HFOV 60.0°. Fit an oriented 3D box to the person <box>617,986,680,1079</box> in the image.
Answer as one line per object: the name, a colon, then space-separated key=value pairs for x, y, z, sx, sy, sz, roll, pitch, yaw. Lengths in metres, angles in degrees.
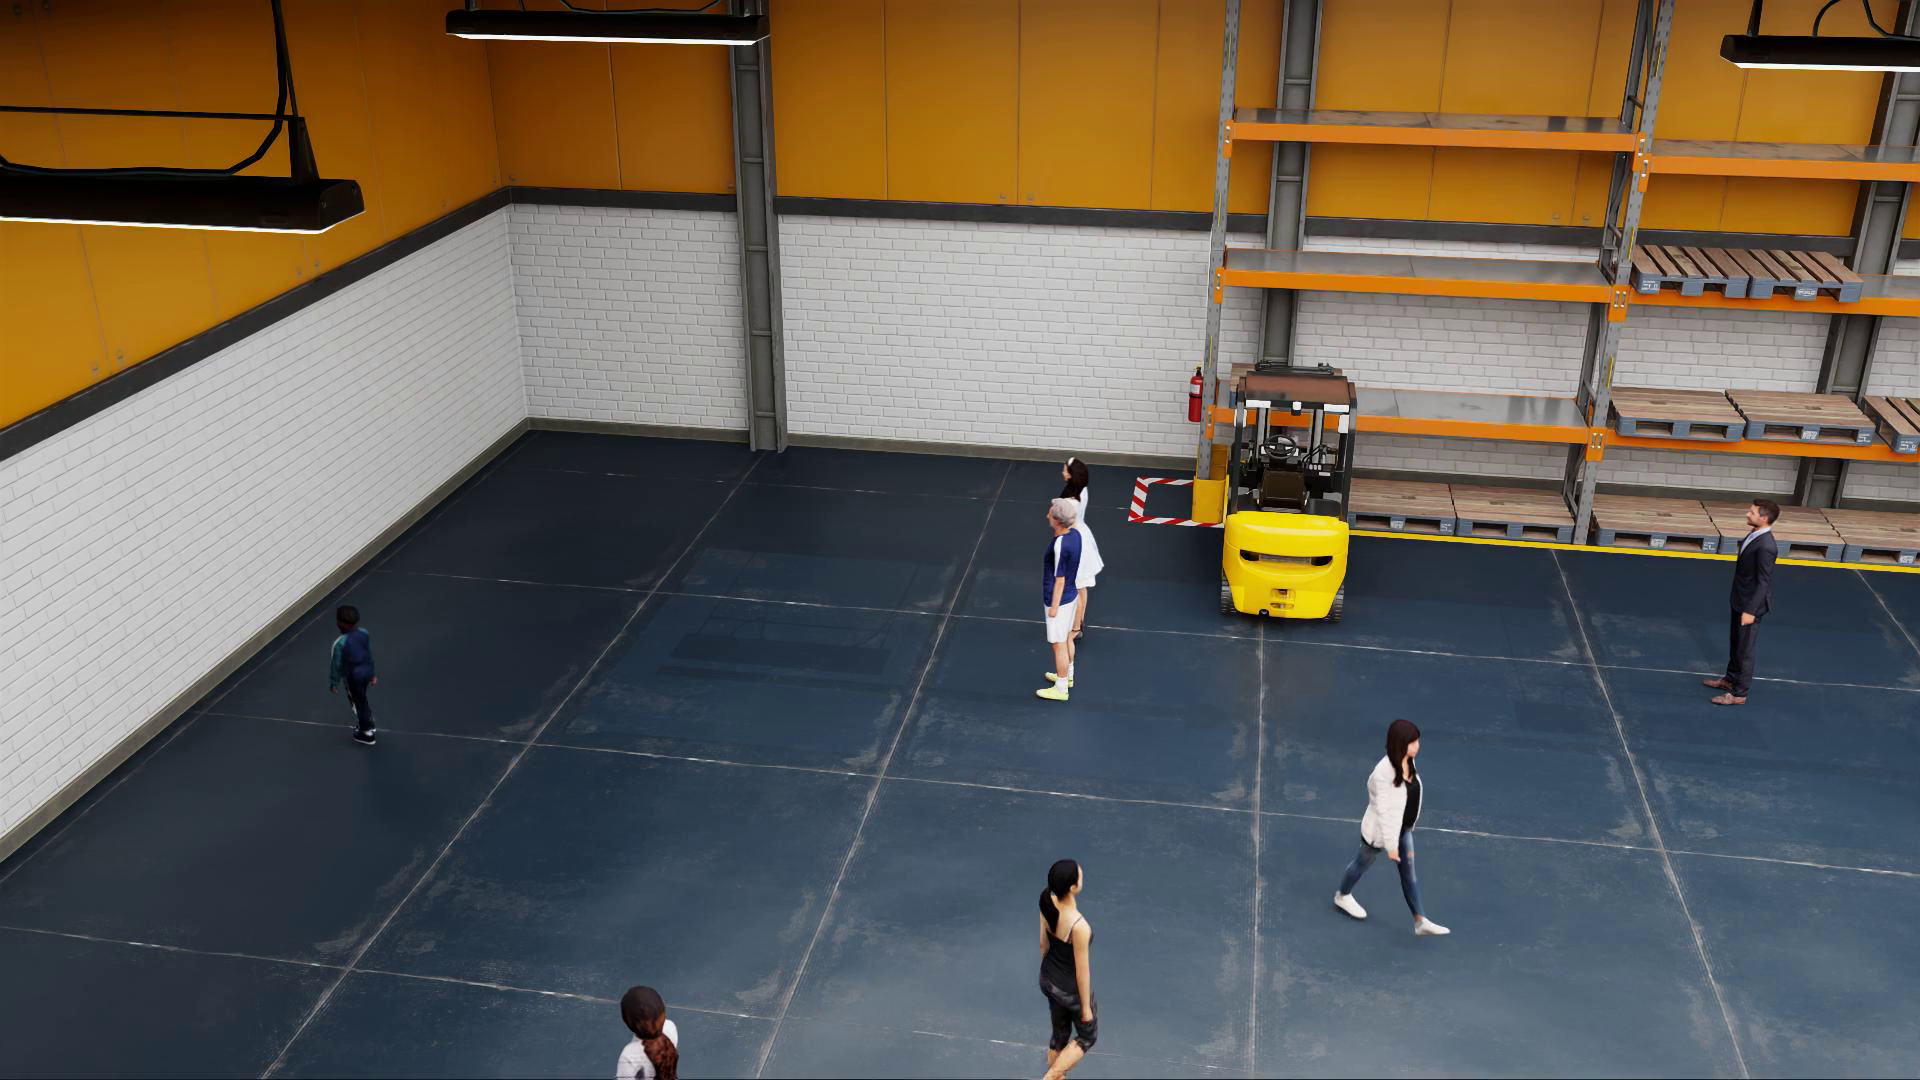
person: x=-1.603 y=3.053 z=8.653 sx=0.645 sy=1.718 sz=0.645 roll=11 pitch=26 yaw=24

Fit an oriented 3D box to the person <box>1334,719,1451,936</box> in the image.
person: x=2.842 y=1.943 z=11.346 sx=1.018 sy=1.594 sz=1.148 roll=-20 pitch=31 yaw=-39

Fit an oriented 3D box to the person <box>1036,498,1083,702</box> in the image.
person: x=0.870 y=0.495 z=14.355 sx=0.583 sy=1.838 sz=0.658 roll=7 pitch=25 yaw=15

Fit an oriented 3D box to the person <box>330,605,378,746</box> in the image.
person: x=-4.925 y=1.120 z=13.662 sx=0.572 sy=1.249 sz=0.550 roll=11 pitch=26 yaw=23

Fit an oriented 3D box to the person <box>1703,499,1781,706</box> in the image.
person: x=6.756 y=0.518 z=14.265 sx=0.561 sy=1.868 sz=0.626 roll=4 pitch=24 yaw=9

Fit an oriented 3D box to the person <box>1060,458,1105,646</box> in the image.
person: x=1.047 y=0.108 z=15.266 sx=0.761 sy=1.818 sz=0.741 roll=8 pitch=25 yaw=17

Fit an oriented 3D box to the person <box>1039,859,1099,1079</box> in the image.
person: x=0.544 y=2.628 z=9.619 sx=0.830 sy=1.723 sz=0.772 roll=-16 pitch=28 yaw=-33
